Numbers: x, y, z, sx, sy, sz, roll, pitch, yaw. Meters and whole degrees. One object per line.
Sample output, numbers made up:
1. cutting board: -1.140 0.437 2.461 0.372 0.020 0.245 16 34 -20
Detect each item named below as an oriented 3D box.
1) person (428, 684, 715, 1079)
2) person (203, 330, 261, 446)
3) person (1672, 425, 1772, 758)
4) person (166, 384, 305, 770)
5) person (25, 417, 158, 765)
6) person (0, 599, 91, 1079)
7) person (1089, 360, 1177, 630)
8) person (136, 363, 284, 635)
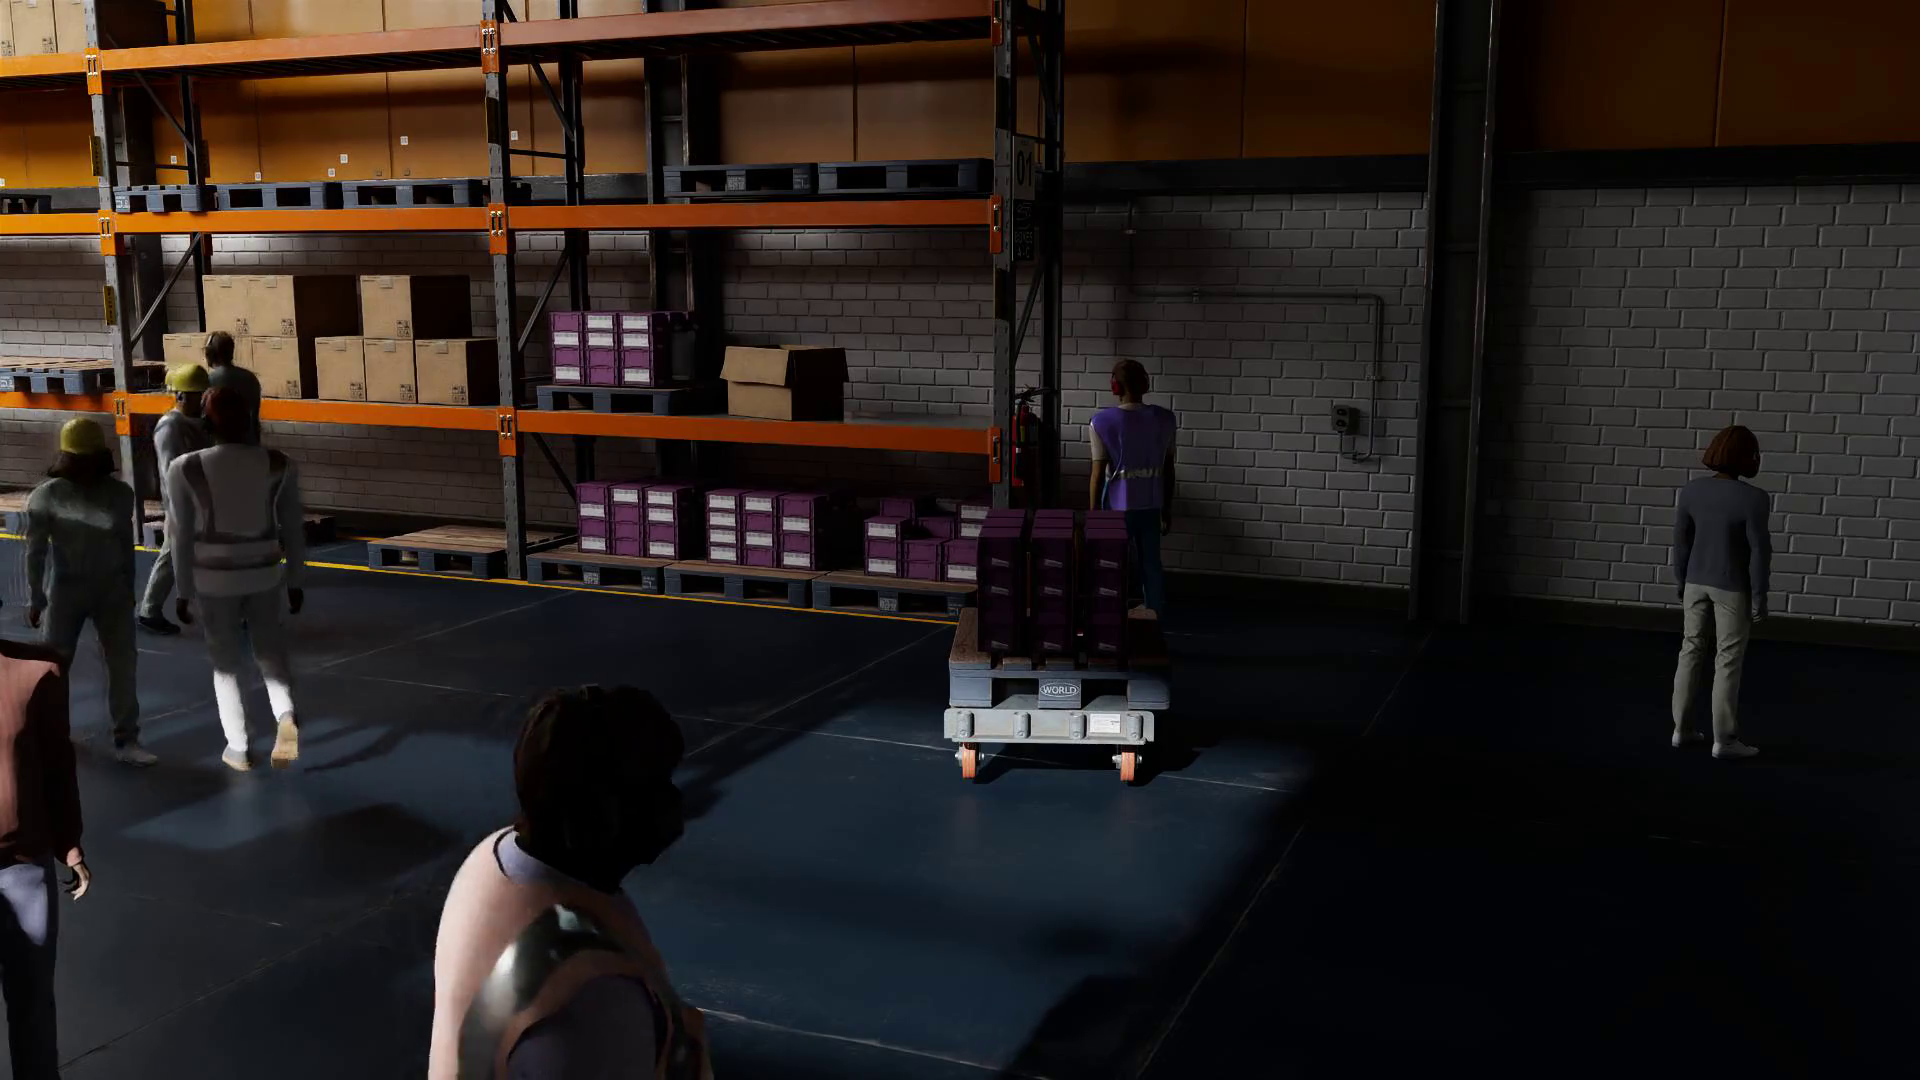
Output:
1. person: -0.457 1.102 2.560 0.853 1.808 0.666 -4 10 -22
2. person: -5.447 -0.611 12.492 0.586 1.923 0.633 4 10 21
3. person: 3.746 0.250 8.192 0.268 1.632 0.506 -5 11 -28
4. person: -3.369 0.203 7.808 0.578 1.865 0.648 -7 12 -35
5. person: -4.299 0.235 8.096 0.802 1.698 0.513 9 13 42
6. person: -2.519 0.838 4.276 0.313 1.768 0.528 8 12 40
7. person: 1.042 -0.170 10.099 0.563 1.838 0.390 -3 10 -18
8. person: -4.957 -0.246 10.736 0.943 1.784 0.613 1 10 6
